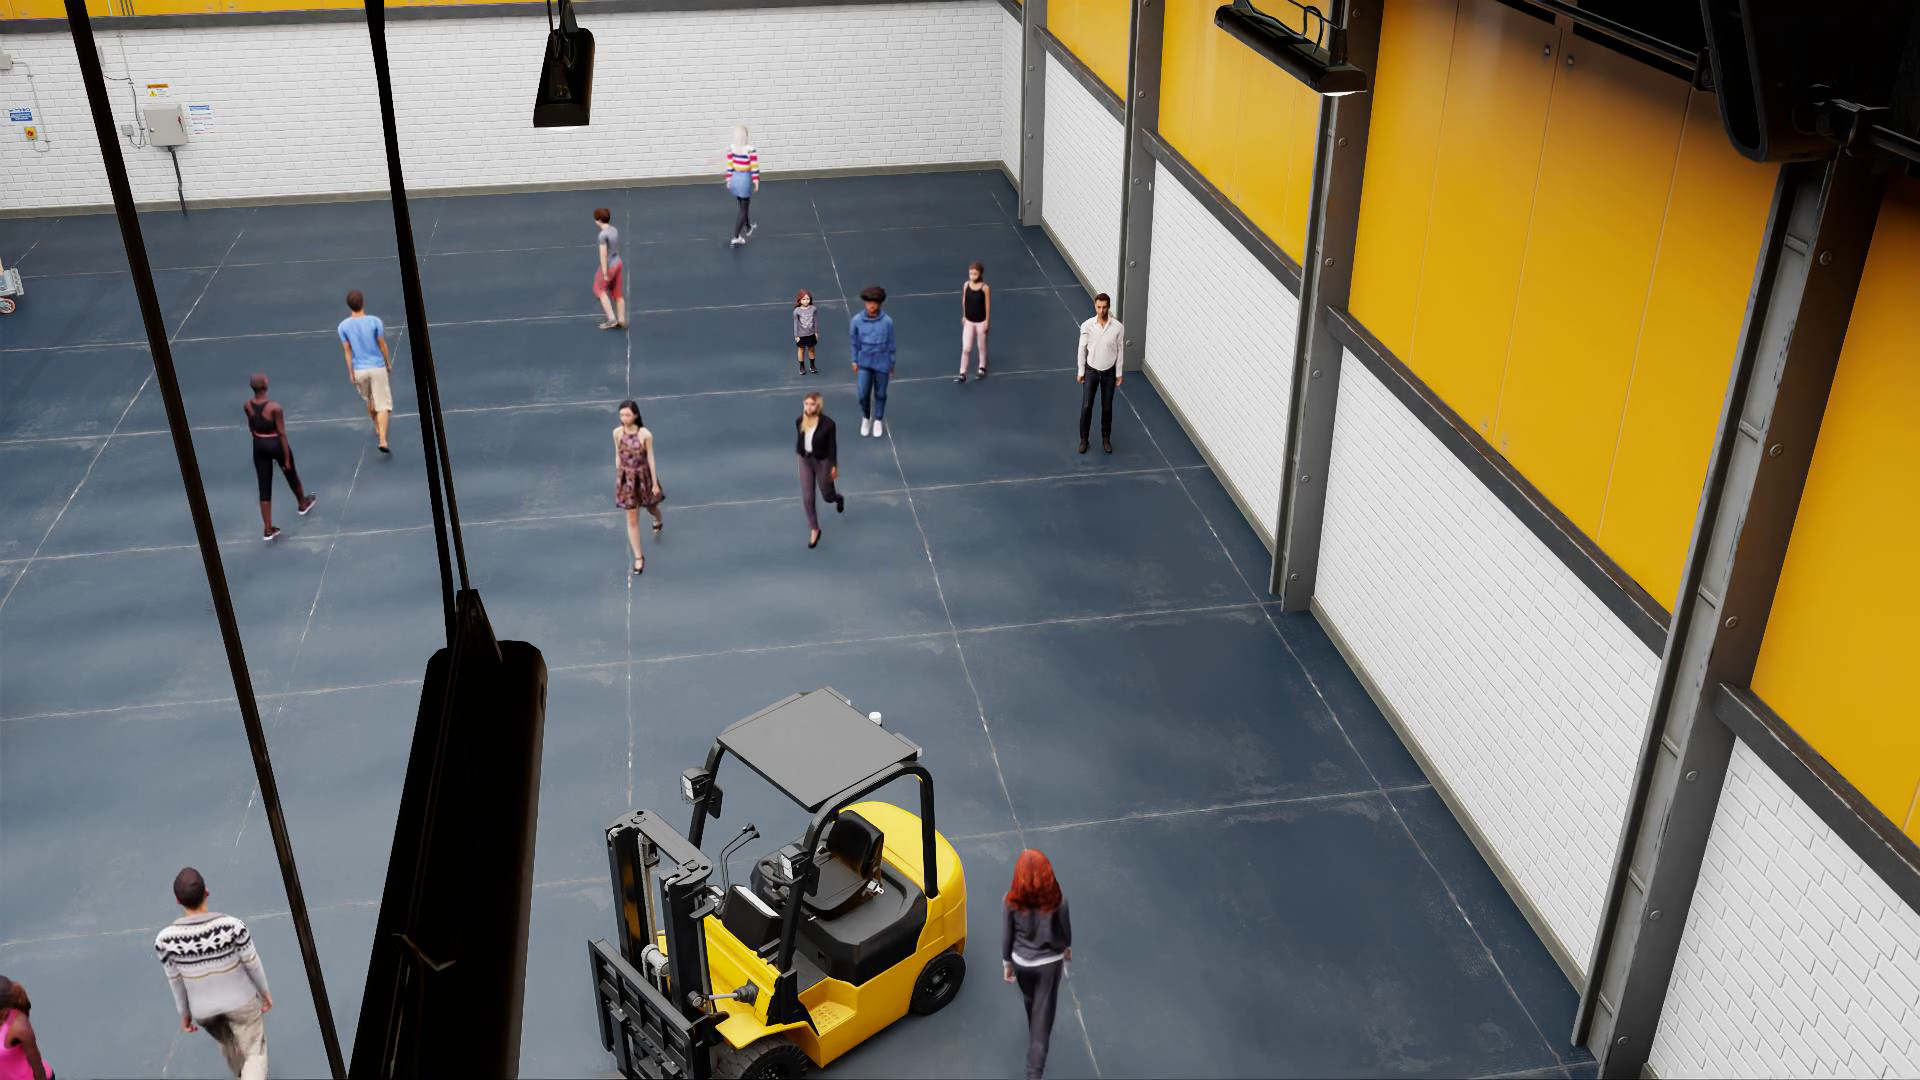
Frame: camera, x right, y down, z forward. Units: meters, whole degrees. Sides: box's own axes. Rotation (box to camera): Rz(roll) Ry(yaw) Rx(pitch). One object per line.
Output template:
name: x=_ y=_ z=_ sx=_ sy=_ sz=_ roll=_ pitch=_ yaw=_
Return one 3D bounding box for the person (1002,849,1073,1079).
person: x=0.474 y=2.730 z=10.361 sx=0.898 sy=1.733 sz=1.235 roll=6 pitch=29 yaw=11

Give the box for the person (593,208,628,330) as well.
person: x=-4.551 y=-3.571 z=22.016 sx=0.772 sy=1.635 sz=0.707 roll=12 pitch=31 yaw=21

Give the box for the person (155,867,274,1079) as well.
person: x=-4.469 y=2.842 z=10.052 sx=0.740 sy=1.833 sz=1.138 roll=-6 pitch=29 yaw=-11

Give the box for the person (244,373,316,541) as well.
person: x=-7.055 y=-0.828 z=16.902 sx=0.810 sy=1.716 sz=1.230 roll=2 pitch=29 yaw=4

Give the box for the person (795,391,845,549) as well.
person: x=-1.408 y=-0.747 z=16.820 sx=0.855 sy=1.653 sz=1.003 roll=10 pitch=30 yaw=18

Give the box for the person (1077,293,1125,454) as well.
person: x=1.573 y=-1.885 z=18.678 sx=0.708 sy=1.870 sz=0.593 roll=0 pitch=29 yaw=0

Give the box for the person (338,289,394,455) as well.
person: x=-6.623 y=-1.869 z=18.682 sx=0.657 sy=1.839 sz=1.236 roll=-3 pitch=29 yaw=-6

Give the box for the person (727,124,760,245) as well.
person: x=-3.337 y=-5.337 z=25.112 sx=1.042 sy=1.770 sz=1.205 roll=12 pitch=31 yaw=21

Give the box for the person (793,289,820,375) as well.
person: x=-1.925 y=-2.626 z=20.834 sx=0.507 sy=1.107 sz=0.506 roll=-13 pitch=31 yaw=-22

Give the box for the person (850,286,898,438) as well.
person: x=-0.991 y=-2.080 z=19.109 sx=0.732 sy=1.801 sz=0.676 roll=0 pitch=29 yaw=0

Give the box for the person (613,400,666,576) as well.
person: x=-3.142 y=-0.576 z=16.414 sx=0.832 sy=1.742 sz=1.192 roll=3 pitch=29 yaw=6

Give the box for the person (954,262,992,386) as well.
person: x=0.228 y=-2.705 z=20.527 sx=0.827 sy=1.540 sz=1.012 roll=9 pitch=30 yaw=17
